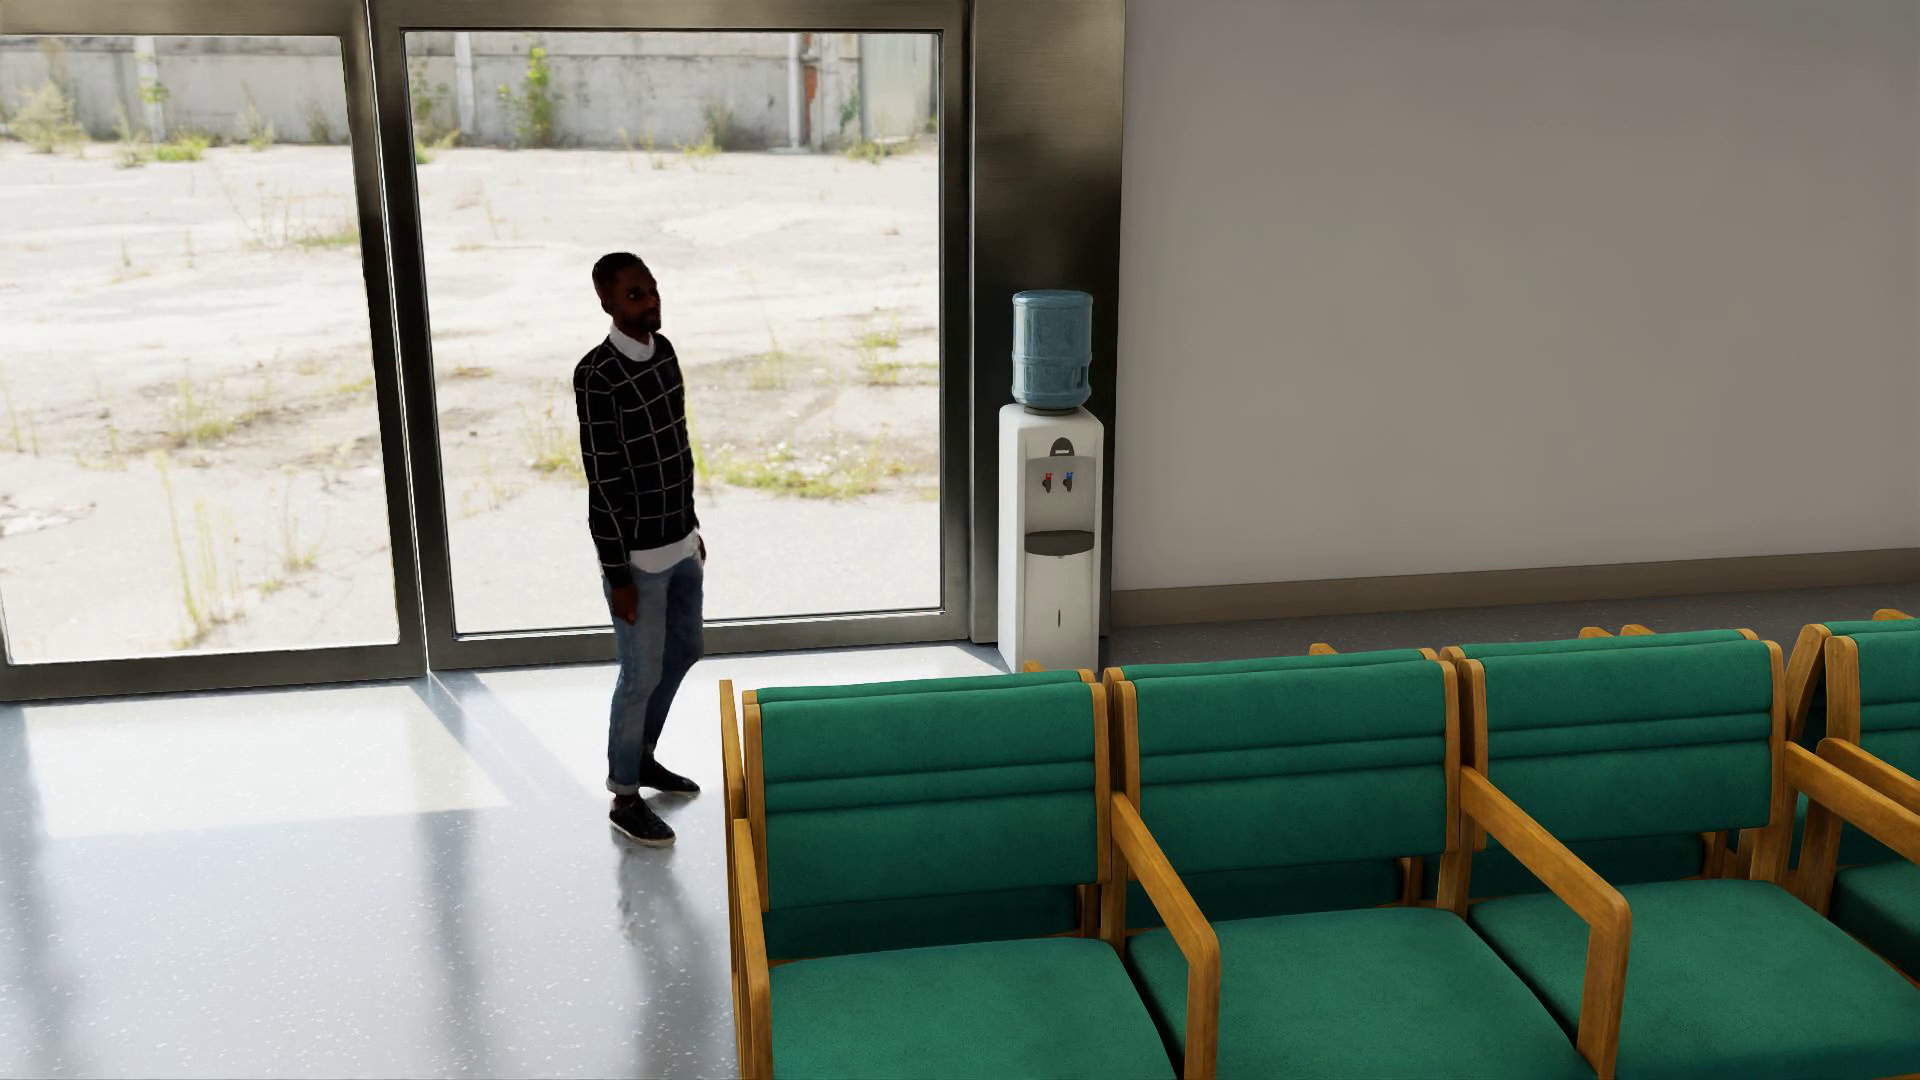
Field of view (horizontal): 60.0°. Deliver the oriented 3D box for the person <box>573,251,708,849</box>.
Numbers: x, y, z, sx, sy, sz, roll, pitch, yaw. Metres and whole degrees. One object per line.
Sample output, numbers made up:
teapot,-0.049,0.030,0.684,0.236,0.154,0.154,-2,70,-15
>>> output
person,-0.978,0.001,5.148,0.877,1.819,0.758,3,16,11
